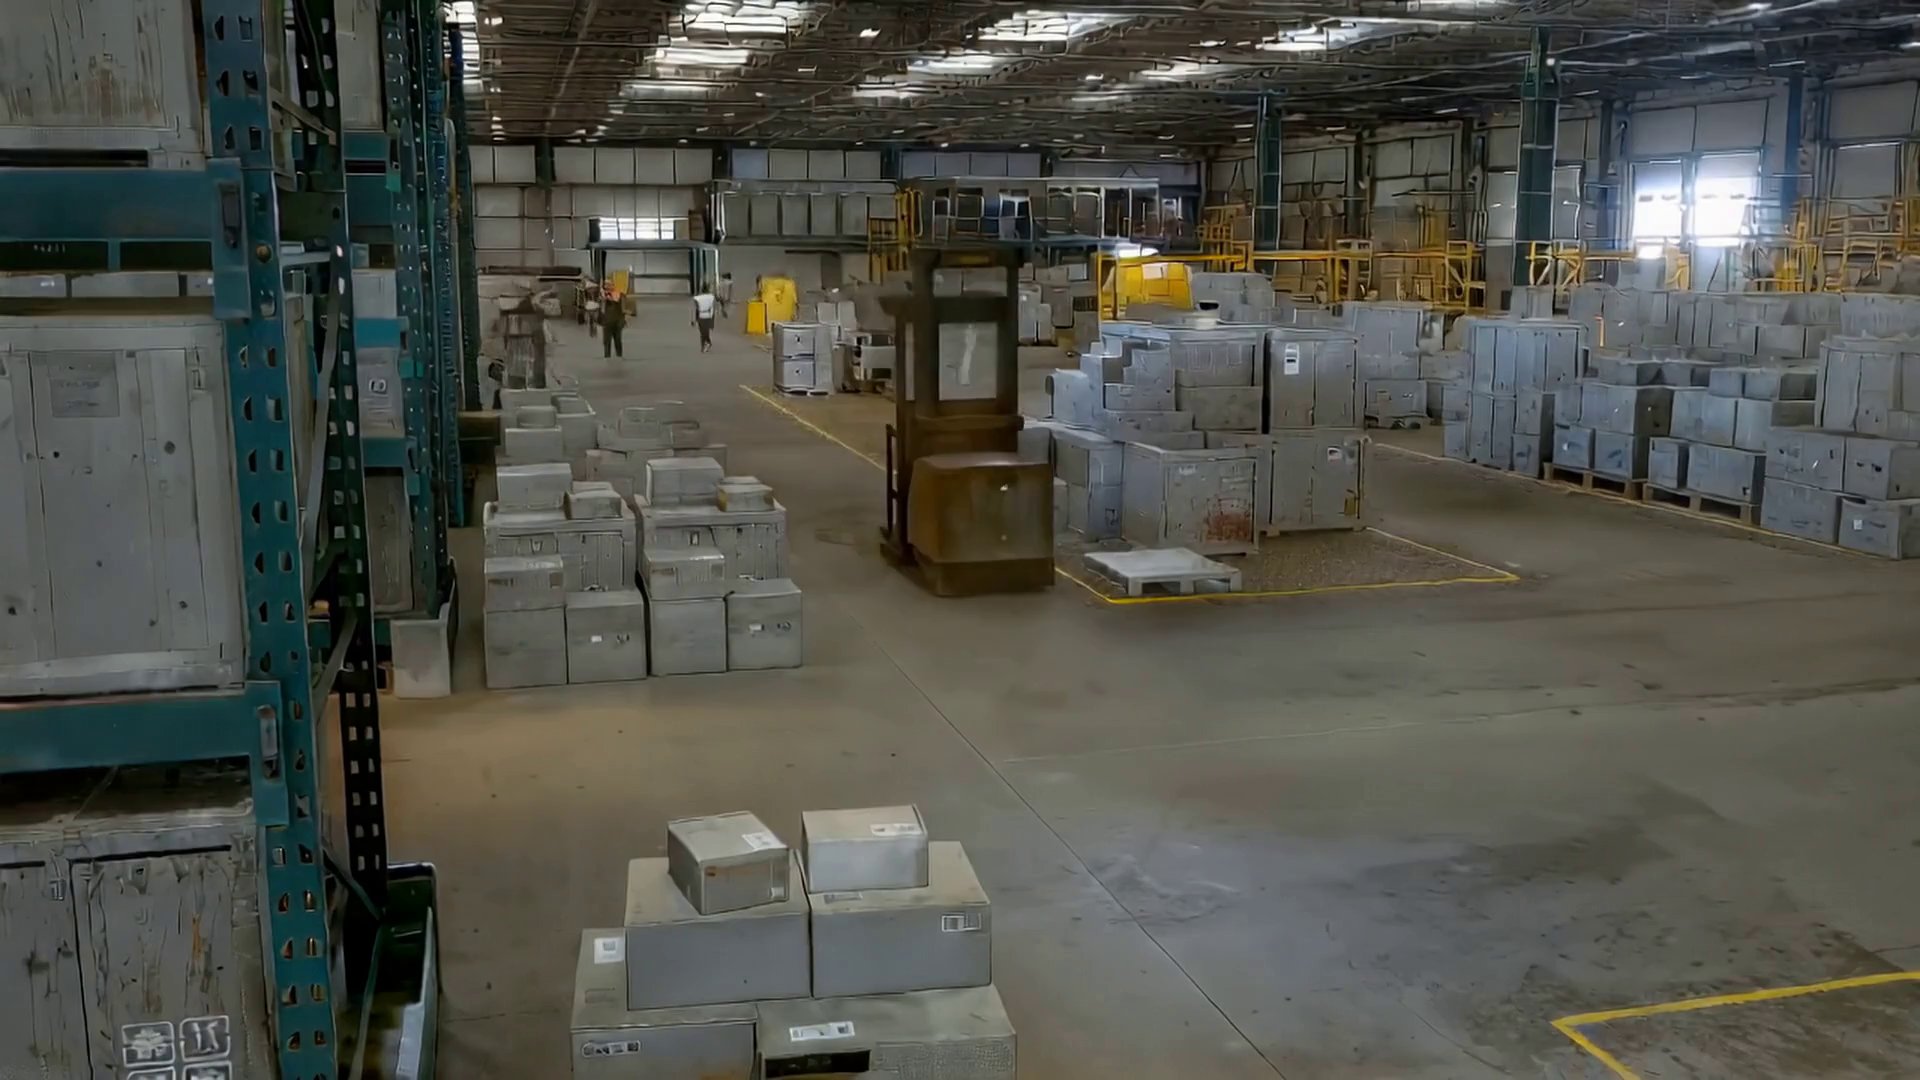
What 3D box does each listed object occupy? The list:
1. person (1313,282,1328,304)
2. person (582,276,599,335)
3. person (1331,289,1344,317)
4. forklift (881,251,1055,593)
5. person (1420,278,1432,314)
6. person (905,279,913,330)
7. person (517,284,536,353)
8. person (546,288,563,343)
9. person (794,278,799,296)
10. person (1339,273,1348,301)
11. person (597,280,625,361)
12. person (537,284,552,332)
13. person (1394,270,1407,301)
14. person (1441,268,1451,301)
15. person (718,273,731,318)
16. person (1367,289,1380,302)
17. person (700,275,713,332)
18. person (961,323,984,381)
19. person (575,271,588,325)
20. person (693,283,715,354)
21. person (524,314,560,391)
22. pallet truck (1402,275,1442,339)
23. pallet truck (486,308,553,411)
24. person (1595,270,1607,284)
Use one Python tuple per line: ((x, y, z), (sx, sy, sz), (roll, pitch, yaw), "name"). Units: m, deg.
((11.971, -7.724, 55.291), (0.535, 1.694, 0.321), (8, 13, 37), "person")
((-11.881, -7.529, 53.554), (0.544, 1.914, 0.733), (-4, 11, -20), "person")
((8.851, -4.896, 38.758), (0.355, 1.876, 0.574), (-6, 12, -32), "person")
((0.062, -1.075, 14.260), (1.129, 2.768, 1.873), (-3, 10, -15), "forklift")
((15.136, -7.622, 54.000), (0.364, 1.938, 0.636), (6, 12, 32), "person")
((-1.501, -7.763, 55.199), (1.180, 1.813, 0.608), (2, 10, 8), "person")
((-10.268, -5.059, 39.382), (0.643, 1.976, 0.619), (2, 10, 11), "person")
((-12.097, -6.695, 49.658), (0.521, 1.617, 0.375), (2, 10, 14), "person")
((-6.021, -8.556, 59.625), (0.529, 1.822, 0.995), (-5, 11, -27), "person")
((16.745, -10.796, 72.646), (0.893, 1.700, 0.494), (-8, 13, -37), "person")
((-8.741, -5.523, 41.823), (0.681, 2.000, 0.535), (-8, 13, -37), "person")
((-13.066, -7.216, 52.412), (0.528, 1.683, 0.410), (-10, 14, -43), "person")
((19.494, -11.013, 73.475), (0.429, 1.844, 0.626), (-7, 12, -36), "person")
((21.975, -11.383, 75.296), (0.400, 1.938, 0.602), (2, 10, 12), "person")
((-9.453, -9.822, 66.775), (0.508, 1.829, 0.869), (-2, 10, -10), "person")
((9.231, -4.688, 37.458), (0.408, 1.918, 0.584), (4, 11, 19), "person")
((-8.575, -7.972, 56.031), (0.536, 1.911, 0.496), (6, 12, 29), "person")
((0.317, -4.196, 35.525), (0.746, 1.610, 0.513), (-6, 12, -30), "person")
((-13.755, -8.826, 60.739), (0.605, 1.966, 0.367), (-8, 13, -38), "person")
((-6.776, -5.878, 44.269), (0.784, 1.892, 0.599), (10, 14, 43), "person")
((-7.211, -3.060, 28.654), (0.931, 1.784, 0.645), (-1, 10, -5), "person")
((14.620, -7.324, 52.145), (0.823, 1.965, 1.885), (8, 13, 40), "pallet truck")
((-6.242, -2.418, 24.362), (0.823, 1.965, 1.885), (1, 10, 3), "pallet truck")
((24.590, -9.399, 63.974), (0.436, 1.975, 0.623), (3, 10, 15), "person")
